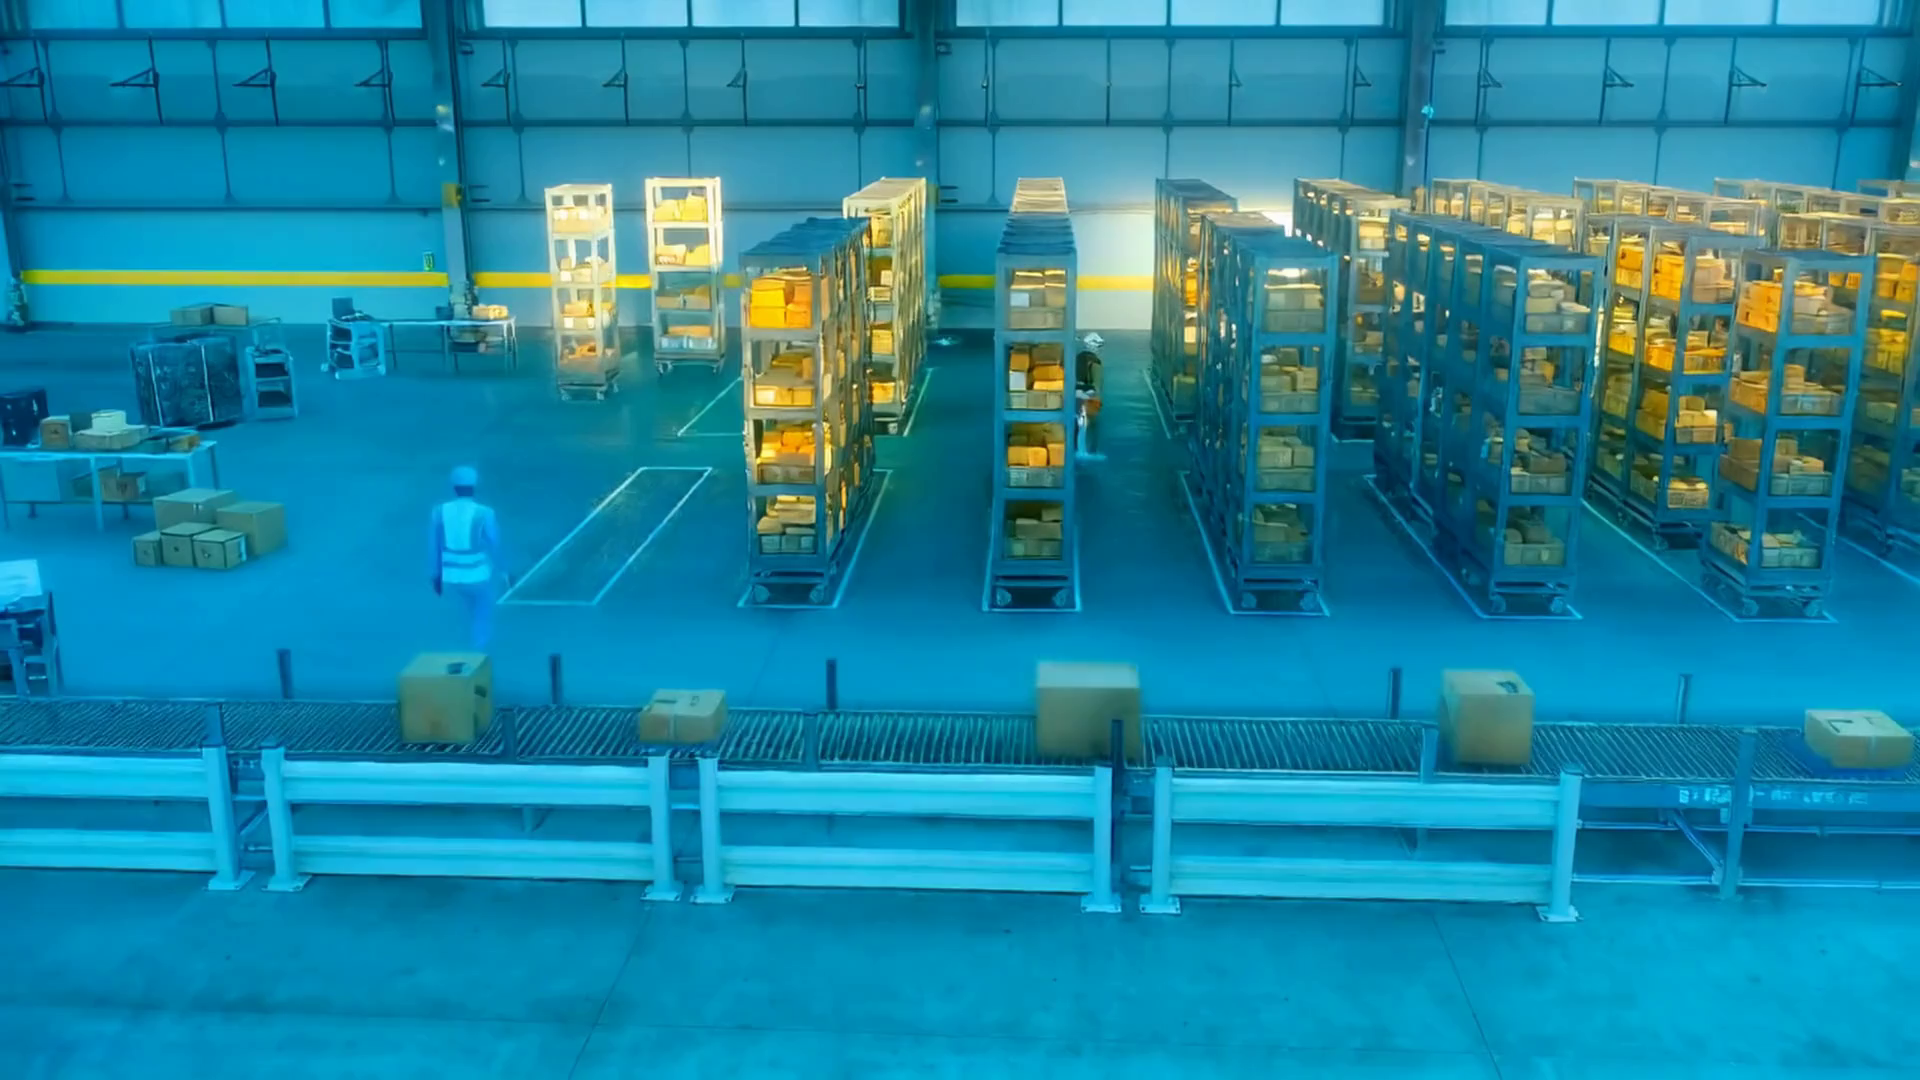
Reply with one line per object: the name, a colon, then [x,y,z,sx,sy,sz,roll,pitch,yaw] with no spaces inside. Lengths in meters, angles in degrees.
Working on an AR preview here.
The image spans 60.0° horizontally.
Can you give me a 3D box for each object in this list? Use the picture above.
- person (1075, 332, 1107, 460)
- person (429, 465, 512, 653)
person: [1.861,-2.053,23.686,0.404,1.833,0.590,-10,18,-33]
person: [-4.356,0.279,14.861,0.638,1.922,0.632,3,15,13]
